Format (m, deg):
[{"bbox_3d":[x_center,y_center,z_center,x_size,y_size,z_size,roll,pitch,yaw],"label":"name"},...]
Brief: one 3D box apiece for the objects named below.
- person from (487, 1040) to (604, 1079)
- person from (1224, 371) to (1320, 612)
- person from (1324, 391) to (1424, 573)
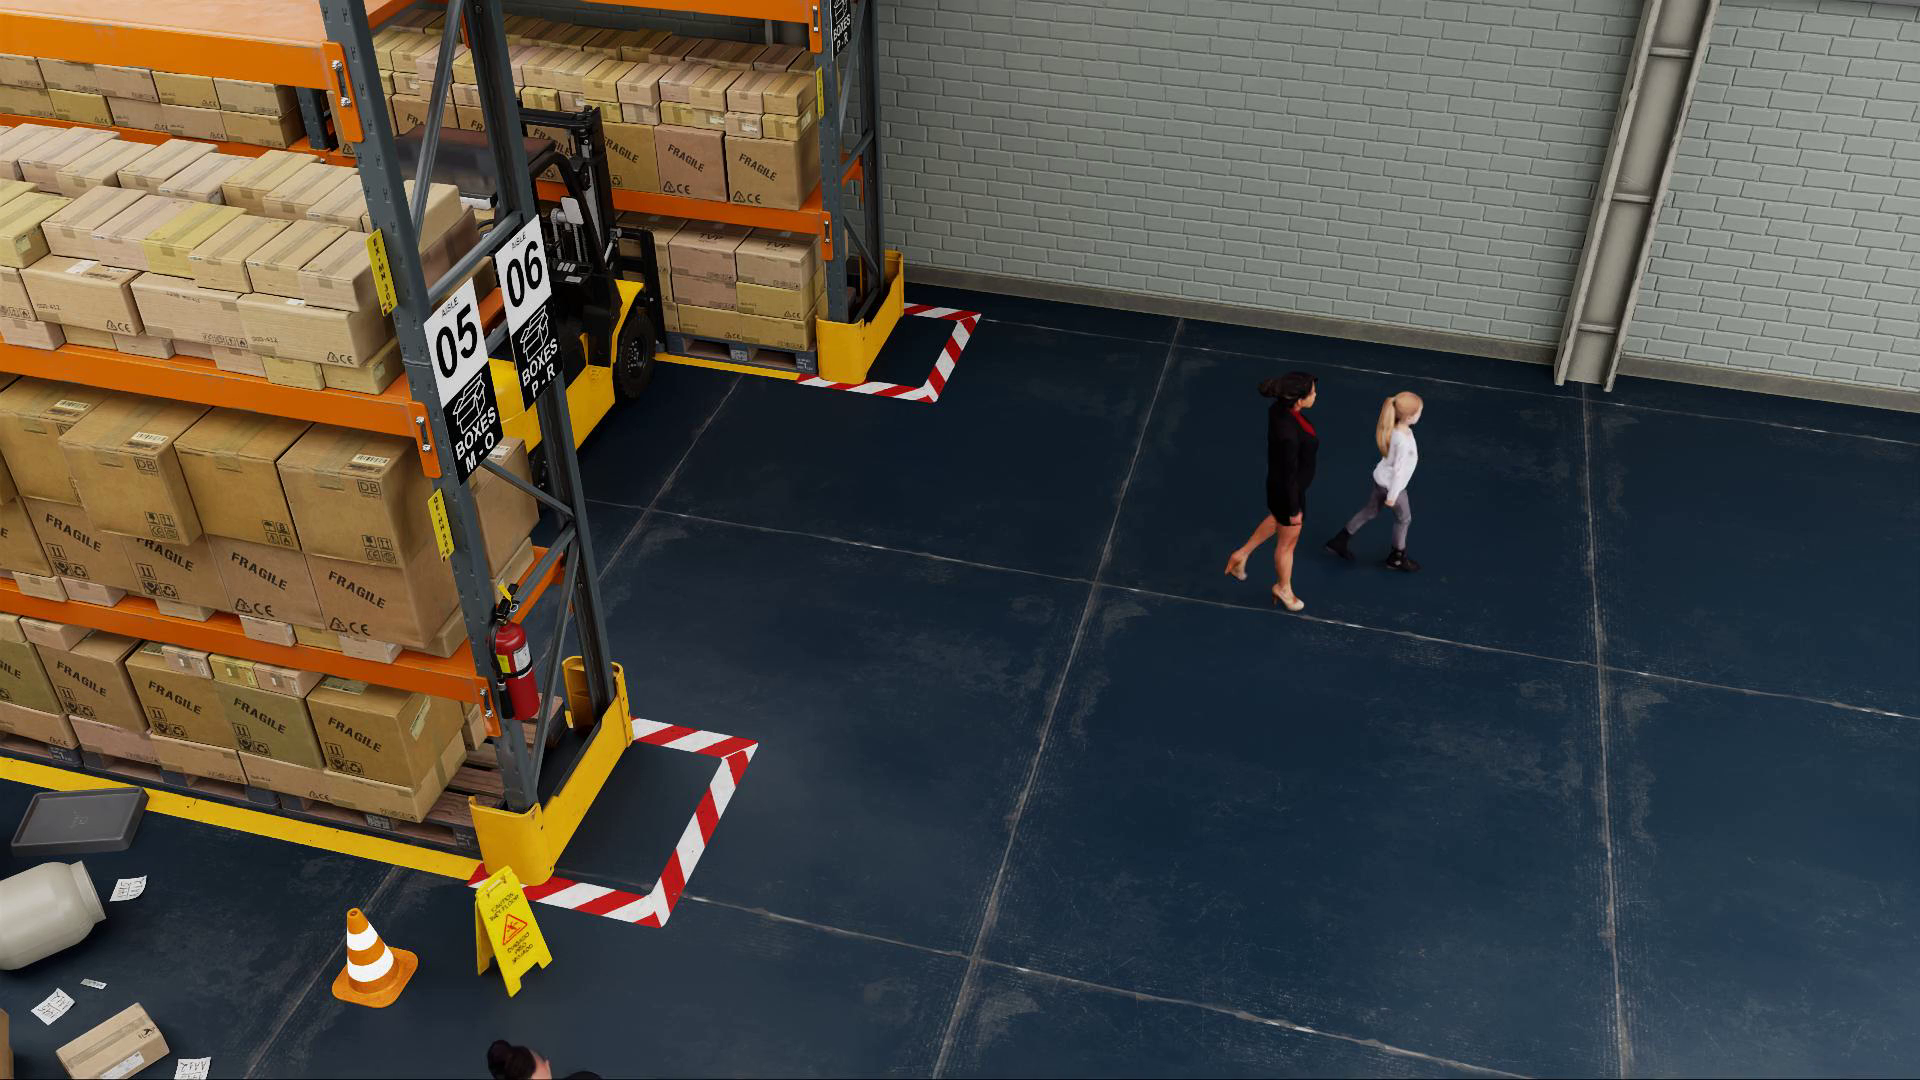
[{"bbox_3d":[-1.503,2.330,6.019,0.828,1.937,0.883,-20,42,-24],"label":"person"},{"bbox_3d":[1.838,-0.265,9.684,0.772,1.632,0.675,1,37,1],"label":"person"},{"bbox_3d":[2.548,-0.358,10.106,0.887,1.269,0.665,-3,37,-3],"label":"person"}]
